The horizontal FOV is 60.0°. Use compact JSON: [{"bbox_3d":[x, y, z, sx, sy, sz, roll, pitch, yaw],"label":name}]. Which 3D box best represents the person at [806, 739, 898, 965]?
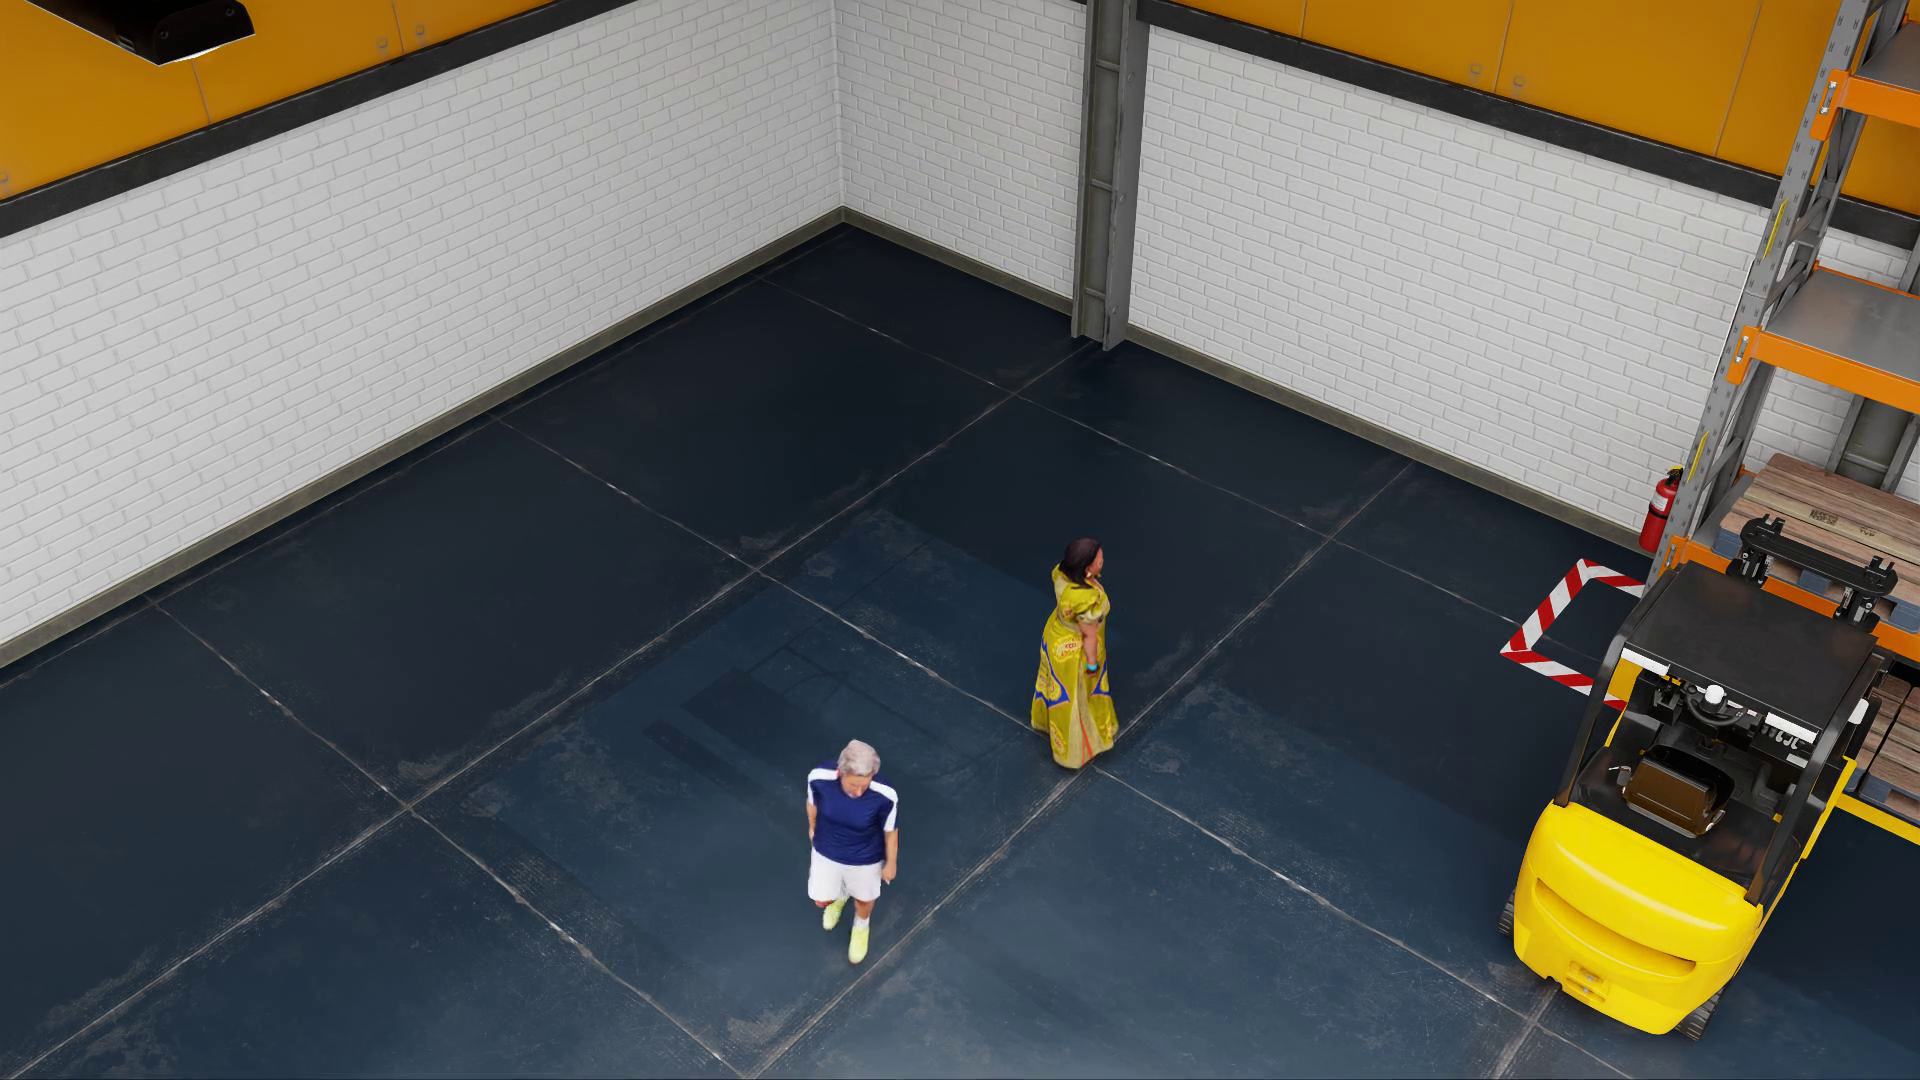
[{"bbox_3d":[-0.582,1.606,8.874,0.908,1.793,0.948,12,40,15],"label":"person"}]

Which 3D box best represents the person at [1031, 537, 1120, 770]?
[{"bbox_3d":[0.702,0.654,10.177,1.068,1.656,0.954,-11,40,-13],"label":"person"}]
